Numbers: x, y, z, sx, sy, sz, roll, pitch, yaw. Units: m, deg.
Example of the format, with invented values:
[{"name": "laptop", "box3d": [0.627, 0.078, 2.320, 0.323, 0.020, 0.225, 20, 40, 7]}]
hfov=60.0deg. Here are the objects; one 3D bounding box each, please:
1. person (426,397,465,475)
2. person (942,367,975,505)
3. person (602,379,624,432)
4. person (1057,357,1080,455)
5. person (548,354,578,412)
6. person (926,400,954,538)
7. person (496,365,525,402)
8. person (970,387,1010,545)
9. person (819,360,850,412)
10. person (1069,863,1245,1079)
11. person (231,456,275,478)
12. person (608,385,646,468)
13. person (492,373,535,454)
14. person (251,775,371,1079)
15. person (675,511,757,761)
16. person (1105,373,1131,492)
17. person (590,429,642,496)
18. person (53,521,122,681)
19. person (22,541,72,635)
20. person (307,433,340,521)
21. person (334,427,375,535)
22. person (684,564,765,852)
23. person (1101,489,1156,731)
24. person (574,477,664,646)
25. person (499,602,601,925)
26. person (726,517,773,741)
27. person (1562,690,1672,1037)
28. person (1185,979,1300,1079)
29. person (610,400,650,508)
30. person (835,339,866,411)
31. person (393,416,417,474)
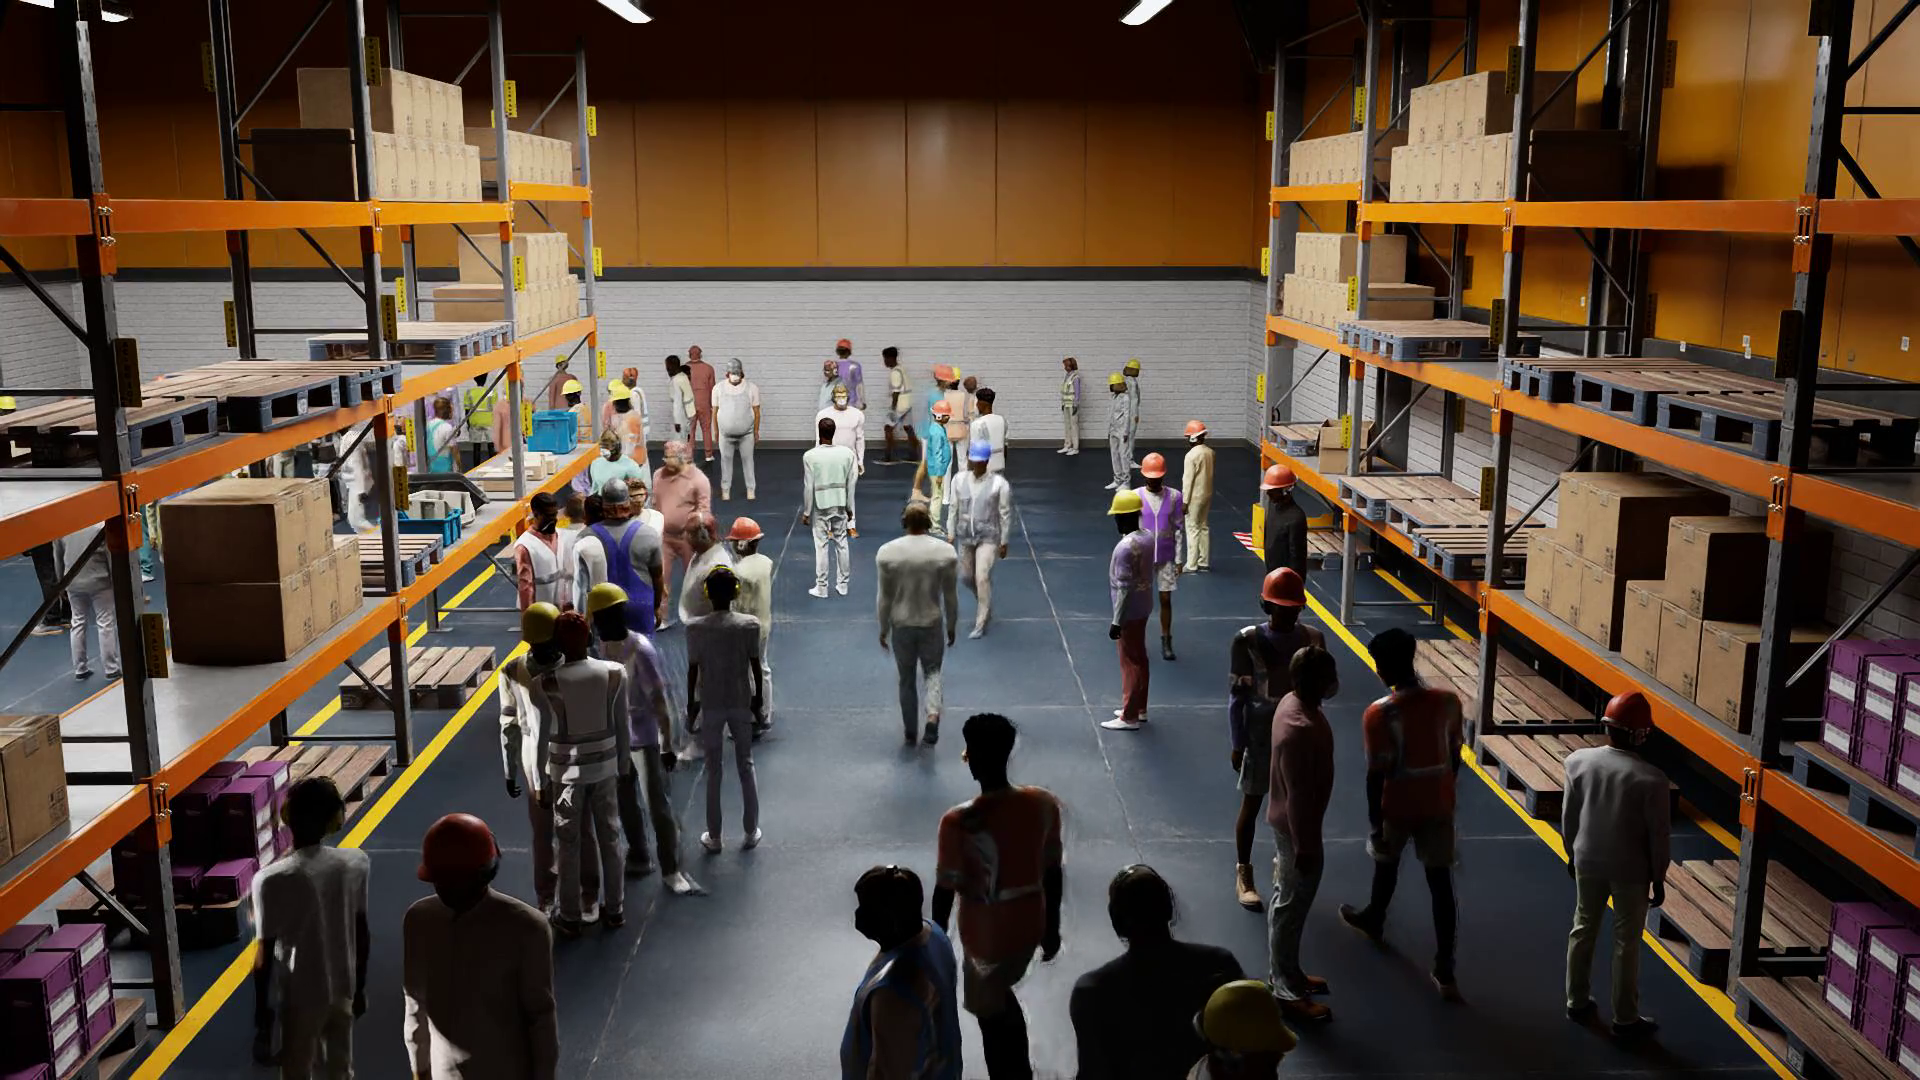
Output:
[{"name": "person", "box3d": [-6.294, -0.865, 20.562, 0.528, 1.807, 0.921, 10, 15, 41]}, {"name": "person", "box3d": [-0.089, -1.443, 23.153, 0.594, 1.924, 0.384, -1, 11, -6]}, {"name": "person", "box3d": [-4.782, -1.365, 23.192, 0.336, 1.761, 0.526, 5, 12, 22]}, {"name": "person", "box3d": [1.855, -2.248, 27.916, 0.308, 1.640, 0.511, -5, 12, -22]}, {"name": "person", "box3d": [-6.453, -2.137, 27.072, 0.341, 1.756, 0.534, 11, 16, 44]}, {"name": "person", "box3d": [-0.247, -0.890, 20.858, 0.350, 1.739, 0.575, 0, 11, -1]}, {"name": "person", "box3d": [-7.202, -2.125, 26.715, 0.350, 1.878, 0.568, 6, 13, 27]}, {"name": "person", "box3d": [0.342, -0.875, 20.270, 0.611, 1.949, 0.368, -10, 15, -42]}, {"name": "person", "box3d": [-1.882, -1.709, 24.571, 0.400, 1.900, 0.642, -7, 13, -30]}, {"name": "person", "box3d": [0.727, 2.063, 5.698, 0.693, 1.893, 0.917, -2, 12, -11]}, {"name": "person", "box3d": [-8.023, -0.460, 18.962, 0.280, 1.631, 0.507, 10, 15, 40]}, {"name": "person", "box3d": [-4.215, -1.010, 21.040, 0.472, 1.903, 0.614, -4, 12, -19]}, {"name": "person", "box3d": [-5.934, -1.242, 22.096, 0.613, 1.940, 0.988, -6, 13, -29]}, {"name": "person", "box3d": [-2.676, 1.893, 6.689, 0.332, 1.833, 0.728, 7, 13, 33]}, {"name": "person", "box3d": [-1.853, 0.705, 12.513, 0.663, 1.894, 0.660, -4, 12, -19]}, {"name": "person", "box3d": [2.303, -1.582, 24.352, 0.324, 1.730, 0.489, -6, 13, -29]}, {"name": "person", "box3d": [-3.452, -0.165, 16.756, 0.628, 1.929, 0.383, 7, 13, 32]}, {"name": "person", "box3d": [-7.599, 0.365, 14.545, 0.565, 1.745, 0.349, 0, 11, -1]}, {"name": "person", "box3d": [-8.872, -0.074, 16.118, 0.377, 1.995, 0.608, 1, 11, 3]}, {"name": "person", "box3d": [-8.318, -1.033, 21.698, 0.321, 1.694, 0.535, 0, 11, 1]}, {"name": "person", "box3d": [-6.923, -0.617, 19.178, 0.554, 1.860, 0.592, -6, 13, -27]}, {"name": "person", "box3d": [-1.511, 1.075, 10.672, 0.517, 1.873, 0.328, -3, 12, -15]}, {"name": "person", "box3d": [1.337, 0.550, 13.163, 0.366, 1.926, 0.587, 5, 12, 24]}, {"name": "person", "box3d": [-2.678, 0.503, 13.108, 0.683, 2.000, 0.538, -3, 12, -13]}, {"name": "person", "box3d": [-2.333, 1.279, 9.551, 0.591, 1.912, 0.398, -1, 11, -5]}, {"name": "person", "box3d": [-1.643, 0.686, 12.911, 0.324, 1.752, 0.560, 3, 12, 14]}, {"name": "person", "box3d": [3.283, 1.603, 8.316, 0.325, 1.752, 0.559, -9, 15, -40]}, {"name": "person", "box3d": [0.765, 2.202, 5.143, 0.600, 1.814, 0.598, 3, 12, 16]}, {"name": "person", "box3d": [-4.454, -1.156, 22.246, 0.507, 1.726, 0.495, 9, 14, 38]}, {"name": "person", "box3d": [-1.901, -2.290, 27.251, 0.612, 2.000, 0.963, 4, 12, 19]}, {"name": "person", "box3d": [-6.664, -0.680, 20.057, 0.311, 1.636, 0.523, 2, 11, 8]}]
